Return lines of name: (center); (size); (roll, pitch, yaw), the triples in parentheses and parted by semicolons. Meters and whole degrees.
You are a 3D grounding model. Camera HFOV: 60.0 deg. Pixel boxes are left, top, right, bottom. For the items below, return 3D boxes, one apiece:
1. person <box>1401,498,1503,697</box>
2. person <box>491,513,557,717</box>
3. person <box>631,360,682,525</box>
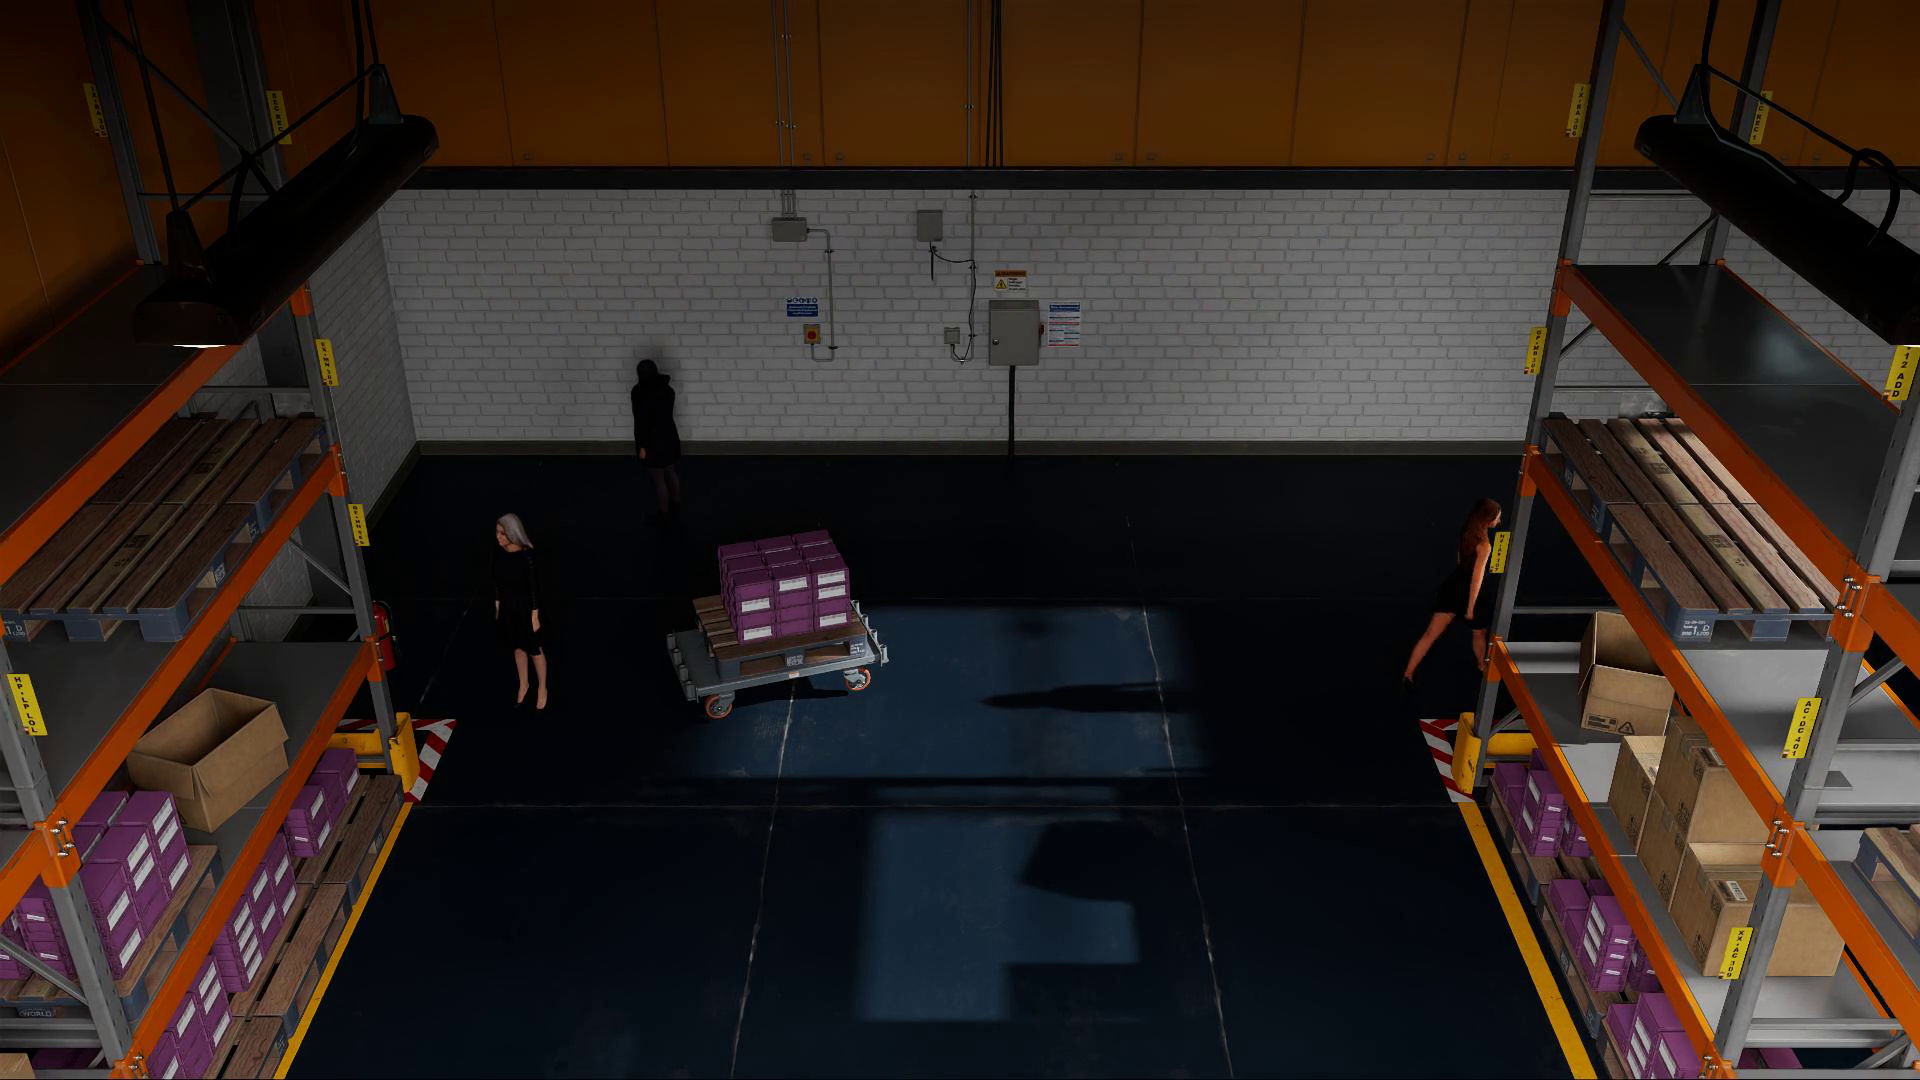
person: (3.871, 0.509, 13.062); (0.928, 1.771, 1.169); (-10, 30, -18)
person: (-3.433, 0.573, 12.969); (0.697, 1.746, 0.708); (14, 31, 23)
person: (-2.873, -0.945, 15.830); (0.839, 1.673, 0.739); (14, 32, 24)
